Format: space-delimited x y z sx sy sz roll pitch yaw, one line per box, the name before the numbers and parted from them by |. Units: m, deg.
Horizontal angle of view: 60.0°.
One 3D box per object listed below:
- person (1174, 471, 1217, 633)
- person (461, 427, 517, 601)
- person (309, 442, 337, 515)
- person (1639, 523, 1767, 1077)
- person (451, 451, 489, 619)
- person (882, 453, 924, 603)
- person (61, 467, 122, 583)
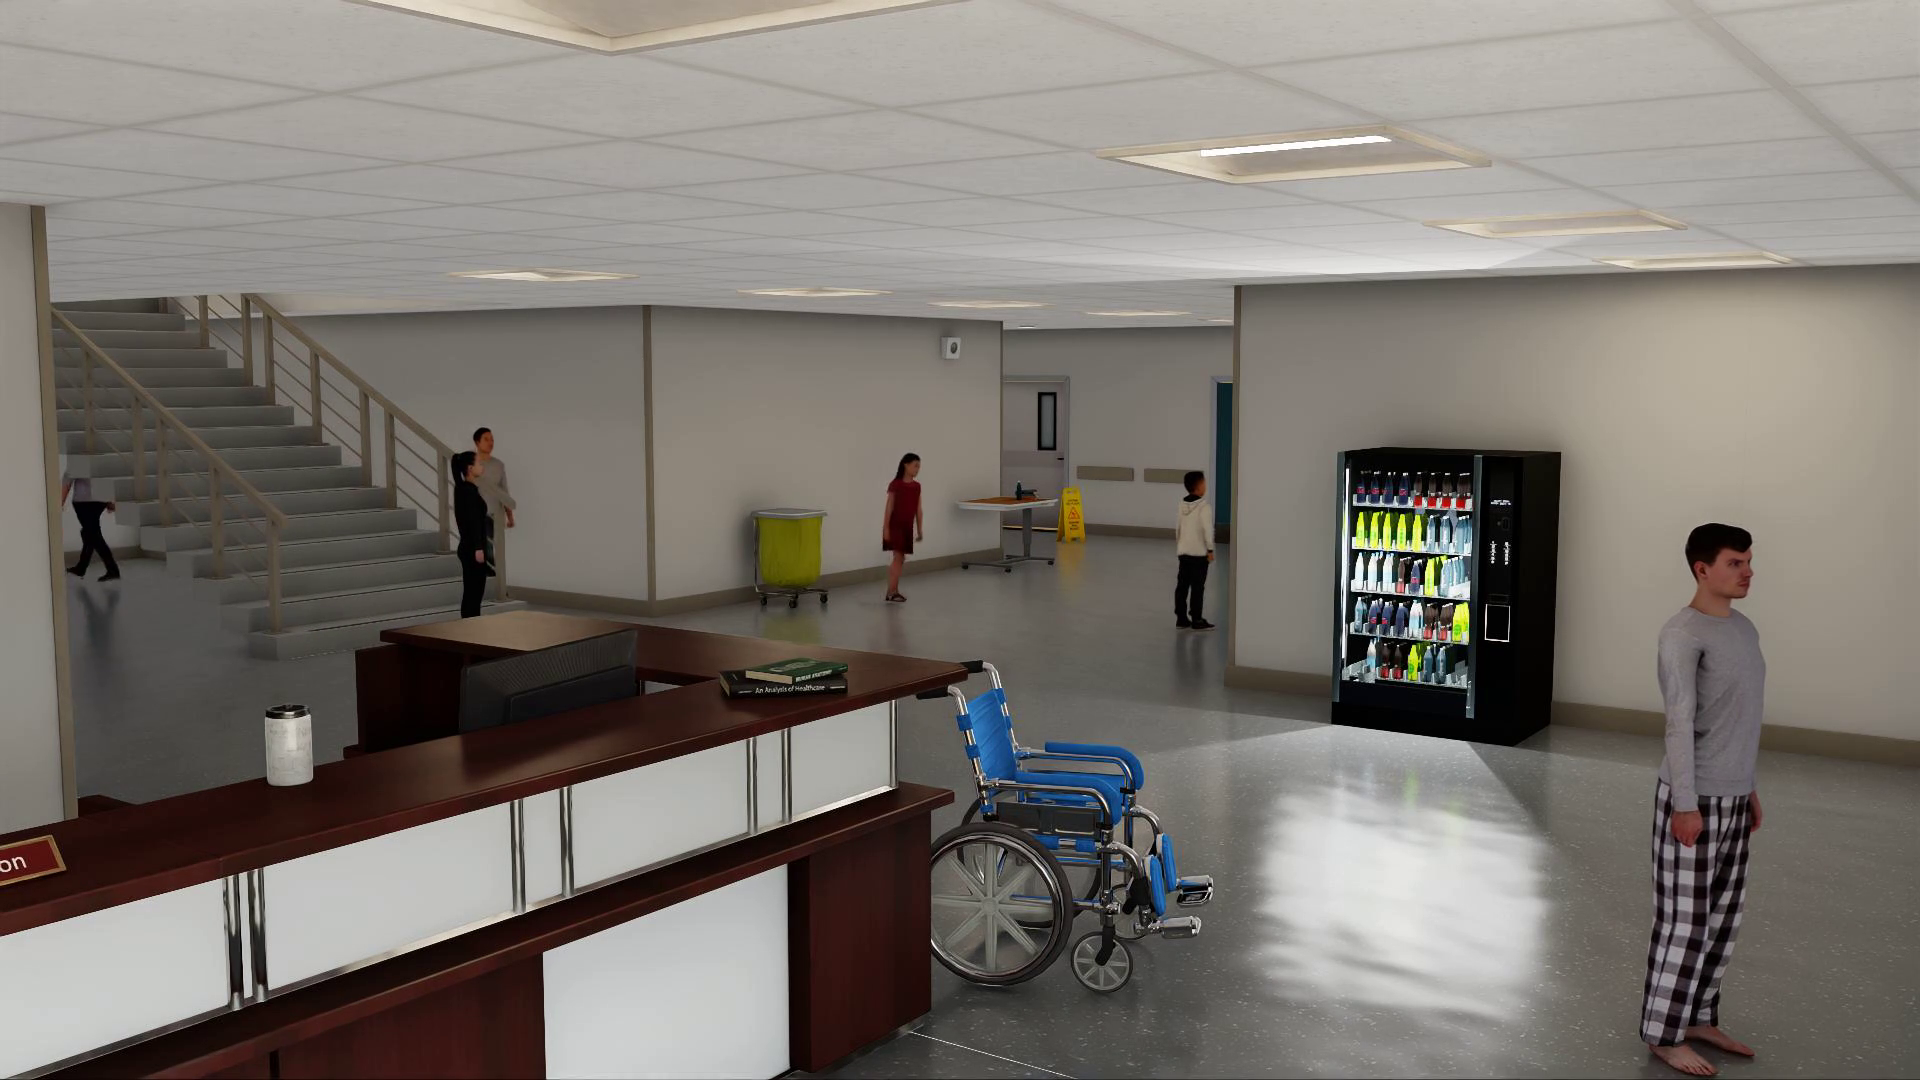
person | 2.129 0.098 15.228 0.699 1.451 0.539 -4 7 -37
person | -4.814 -0.205 16.660 1.182 1.768 0.703 5 7 39
person | -6.765 -0.192 17.472 1.158 1.580 0.986 0 6 -3
person | 2.546 0.858 5.690 0.685 1.848 0.644 -4 7 -36
person | -4.036 0.113 13.778 0.703 1.712 0.587 -3 6 -25
person | -0.643 -0.115 16.986 0.647 1.522 0.723 -3 6 -27
person | -9.544 -0.389 18.368 1.270 1.792 0.925 2 6 18
